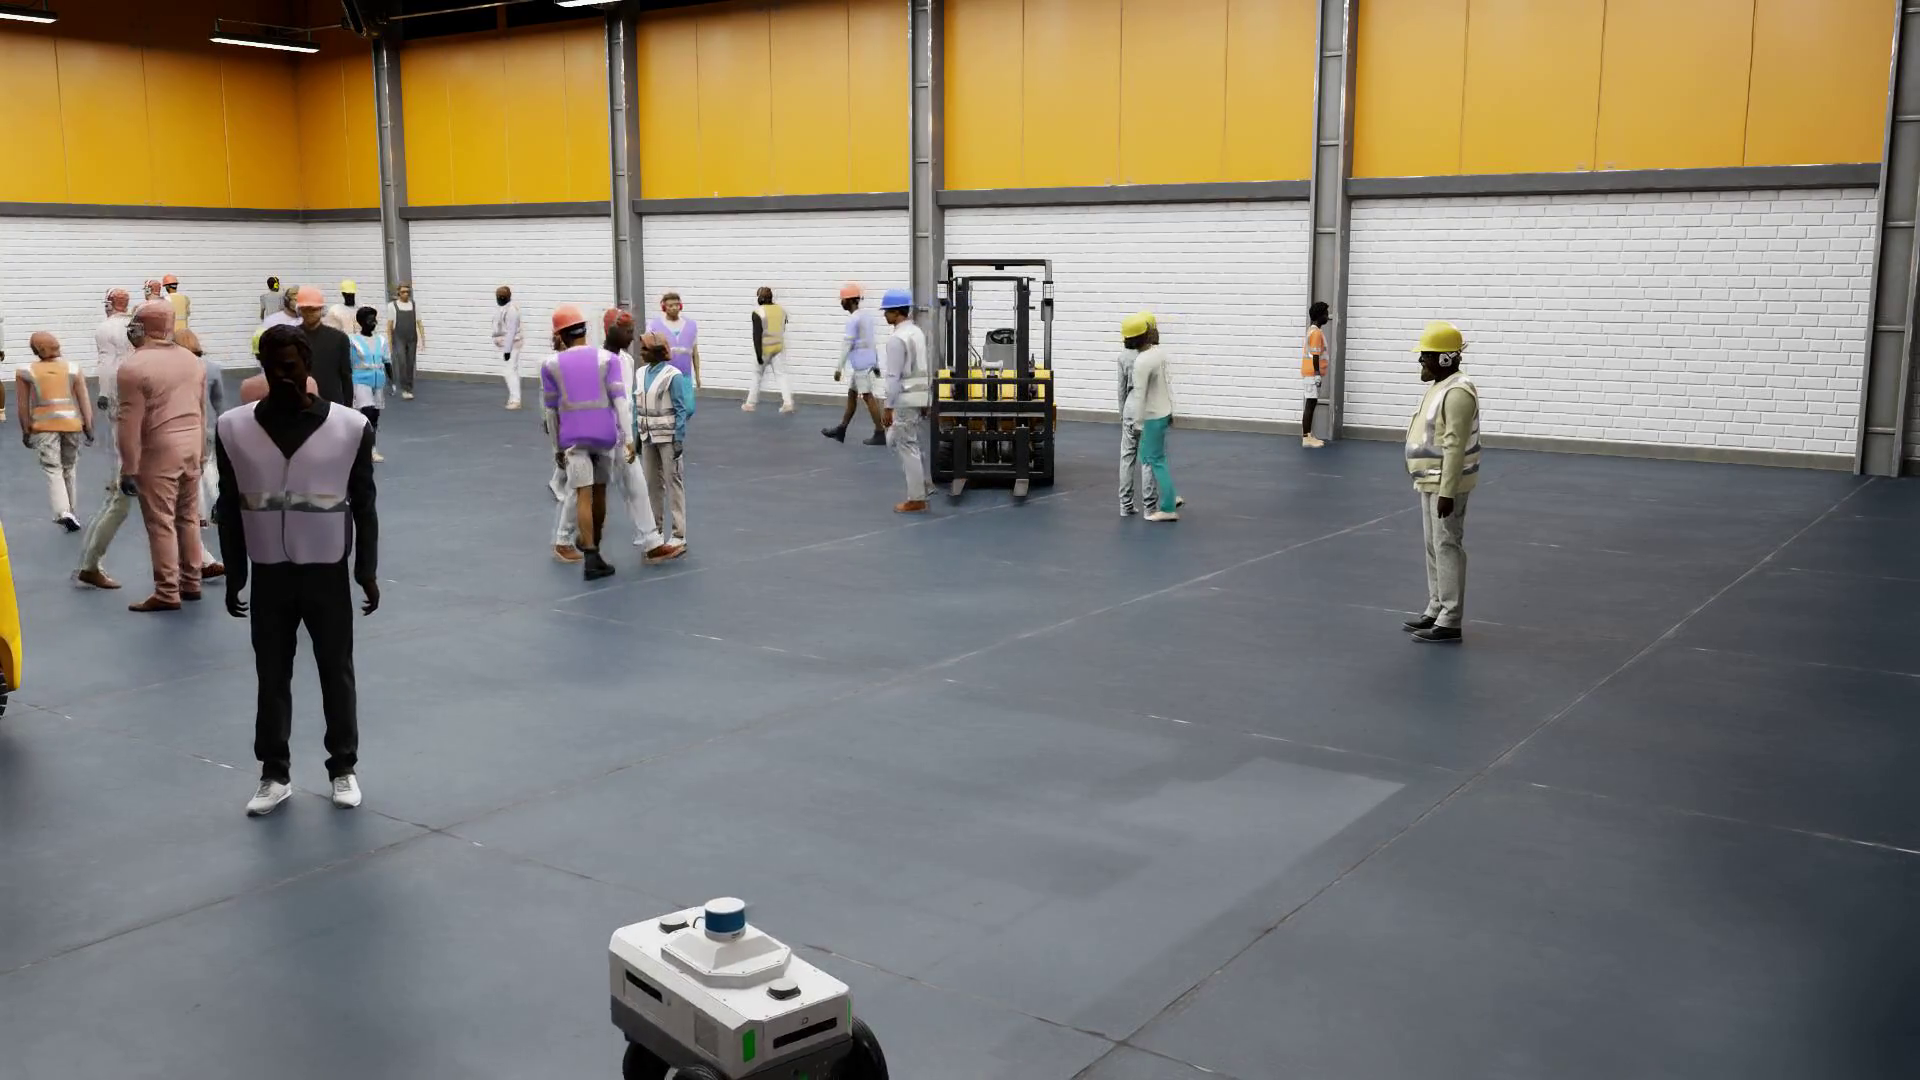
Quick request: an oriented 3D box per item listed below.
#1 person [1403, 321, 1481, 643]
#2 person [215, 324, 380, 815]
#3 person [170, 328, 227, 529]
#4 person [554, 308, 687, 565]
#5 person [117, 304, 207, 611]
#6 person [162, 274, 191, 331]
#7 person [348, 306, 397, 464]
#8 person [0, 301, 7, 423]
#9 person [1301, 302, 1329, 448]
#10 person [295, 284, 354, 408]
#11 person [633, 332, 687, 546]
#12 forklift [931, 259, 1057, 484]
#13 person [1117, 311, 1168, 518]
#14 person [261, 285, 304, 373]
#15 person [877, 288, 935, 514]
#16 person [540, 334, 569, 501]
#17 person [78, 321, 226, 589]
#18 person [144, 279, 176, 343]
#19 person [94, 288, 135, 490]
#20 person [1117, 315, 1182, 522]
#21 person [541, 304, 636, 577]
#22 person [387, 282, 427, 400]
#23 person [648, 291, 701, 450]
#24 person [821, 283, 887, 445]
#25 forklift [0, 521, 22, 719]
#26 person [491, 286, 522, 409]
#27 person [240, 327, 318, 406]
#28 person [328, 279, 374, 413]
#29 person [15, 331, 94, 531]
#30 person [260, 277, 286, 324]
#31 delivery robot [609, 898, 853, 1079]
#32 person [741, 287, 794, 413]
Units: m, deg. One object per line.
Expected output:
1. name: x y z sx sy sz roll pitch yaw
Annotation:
1. person: 2.737 -0.329 9.481 0.403 1.825 0.591 1 10 3
2. person: -2.595 0.112 6.559 0.590 1.920 0.399 -2 10 -12
3. person: -6.187 -0.890 13.403 0.342 1.615 0.518 8 13 40
4. person: -2.485 -0.722 11.822 1.019 1.826 0.617 5 11 26
5. person: -5.010 -0.509 10.377 0.482 1.896 0.700 3 10 19
6. person: -13.272 -3.518 28.133 0.361 1.935 0.544 5 11 28
7. person: -6.245 -1.642 17.734 0.671 1.669 0.553 7 12 34
8. person: -13.002 -2.558 22.078 0.368 2.048 0.604 6 12 34
9. person: 4.125 -1.918 19.331 0.319 1.695 0.533 2 10 12
10. person: -5.429 -1.165 14.023 0.624 1.973 0.835 -2 10 -11
11. person: -2.253 -0.743 12.492 0.518 1.636 0.312 8 12 39
12. forklift: 0.370 -1.738 16.759 1.214 2.155 2.313 1 10 3
13. person: 1.546 -1.054 14.020 0.487 1.746 0.287 8 13 41
14. person: -6.539 -1.566 16.534 0.546 1.922 0.665 8 12 38
15. person: -0.475 -1.179 14.199 0.488 1.925 0.650 3 10 15
16. person: -3.473 -1.095 14.686 0.805 1.611 0.519 9 13 42
17. person: -5.364 -0.573 10.967 1.033 1.806 0.505 -1 10 -5
18. person: -11.147 -2.659 23.096 0.401 1.907 0.646 1 10 5
19. person: -7.915 -1.423 15.739 0.403 1.906 0.651 3 10 16
20. person: 1.563 -0.999 13.756 0.539 1.715 0.556 3 10 18
21. person: -2.583 -0.705 11.596 0.612 1.857 0.980 -2 10 -14
22. person: -8.562 -3.076 25.826 0.532 1.818 0.751 -6 11 -34
23. person: -3.156 -1.825 18.357 0.586 1.826 0.475 -5 11 -27
24. person: -1.263 -2.060 19.582 0.944 1.887 0.602 2 10 14
25. forklift: -5.296 -0.090 6.943 1.214 2.155 2.313 7 12 35
26. person: -6.645 -2.814 24.361 0.433 1.810 0.776 -4 10 -23
27. person: -4.567 -0.581 11.271 0.529 1.723 0.809 -9 13 -43
28. person: -8.374 -2.635 22.925 0.613 1.914 0.487 -6 11 -33
29. person: -7.256 -0.879 13.393 0.516 1.602 0.757 -9 13 -43
30. person: -12.705 -3.943 30.877 0.520 1.865 0.332 1 10 4
31. delivery robot: -0.588 1.145 4.184 0.477 0.478 0.707 -8 12 -39
32. person: -2.742 -2.712 23.763 0.629 1.804 0.926 -9 13 -42
